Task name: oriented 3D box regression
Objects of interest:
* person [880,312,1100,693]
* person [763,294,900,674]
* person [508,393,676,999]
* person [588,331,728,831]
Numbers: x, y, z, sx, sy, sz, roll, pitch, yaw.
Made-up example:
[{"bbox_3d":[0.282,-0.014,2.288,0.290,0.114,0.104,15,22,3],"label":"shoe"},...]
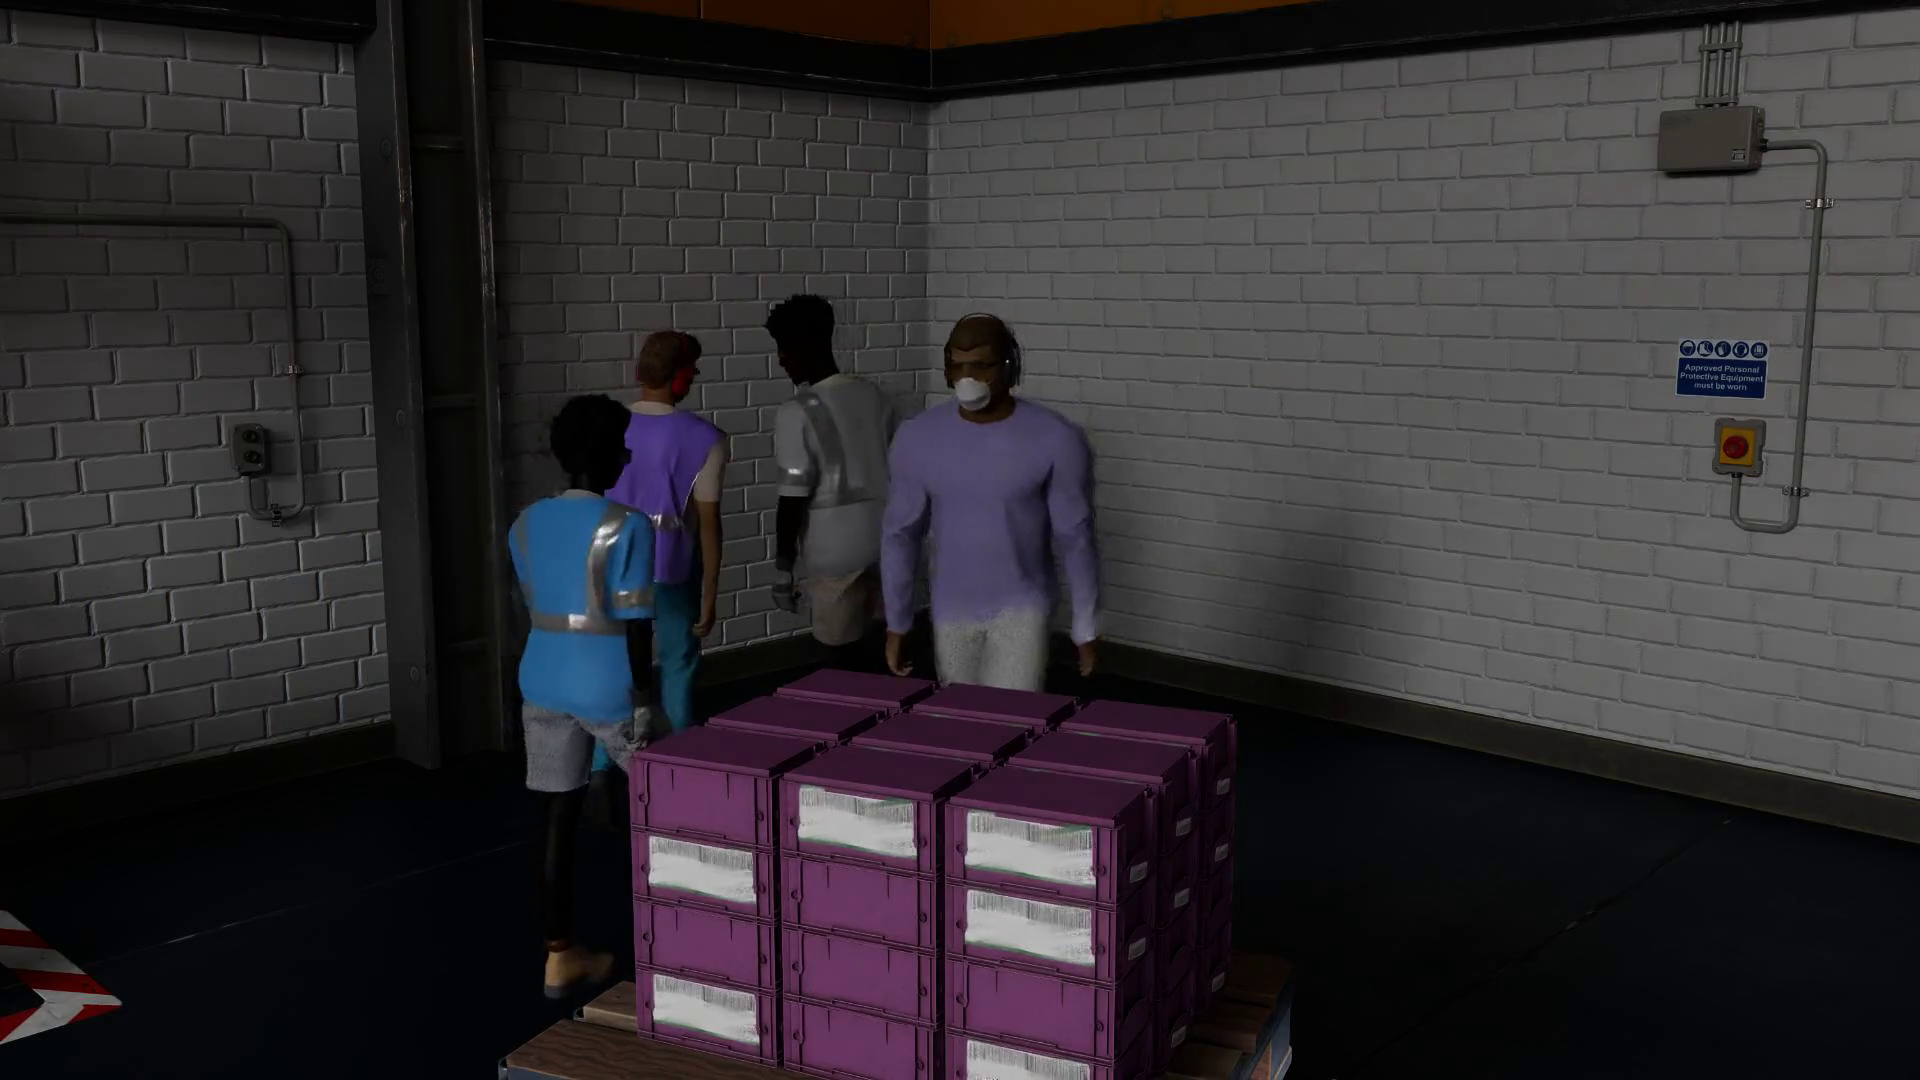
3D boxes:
[{"bbox_3d":[0.067,0.267,5.040,0.632,1.881,0.995,4,10,21],"label":"person"},{"bbox_3d":[-0.475,0.037,6.334,0.563,1.927,0.673,7,11,35],"label":"person"},{"bbox_3d":[-0.993,0.419,4.742,0.547,1.667,0.674,5,11,30],"label":"person"},{"bbox_3d":[-1.125,0.142,6.104,0.597,1.808,0.761,1,9,6],"label":"person"}]
